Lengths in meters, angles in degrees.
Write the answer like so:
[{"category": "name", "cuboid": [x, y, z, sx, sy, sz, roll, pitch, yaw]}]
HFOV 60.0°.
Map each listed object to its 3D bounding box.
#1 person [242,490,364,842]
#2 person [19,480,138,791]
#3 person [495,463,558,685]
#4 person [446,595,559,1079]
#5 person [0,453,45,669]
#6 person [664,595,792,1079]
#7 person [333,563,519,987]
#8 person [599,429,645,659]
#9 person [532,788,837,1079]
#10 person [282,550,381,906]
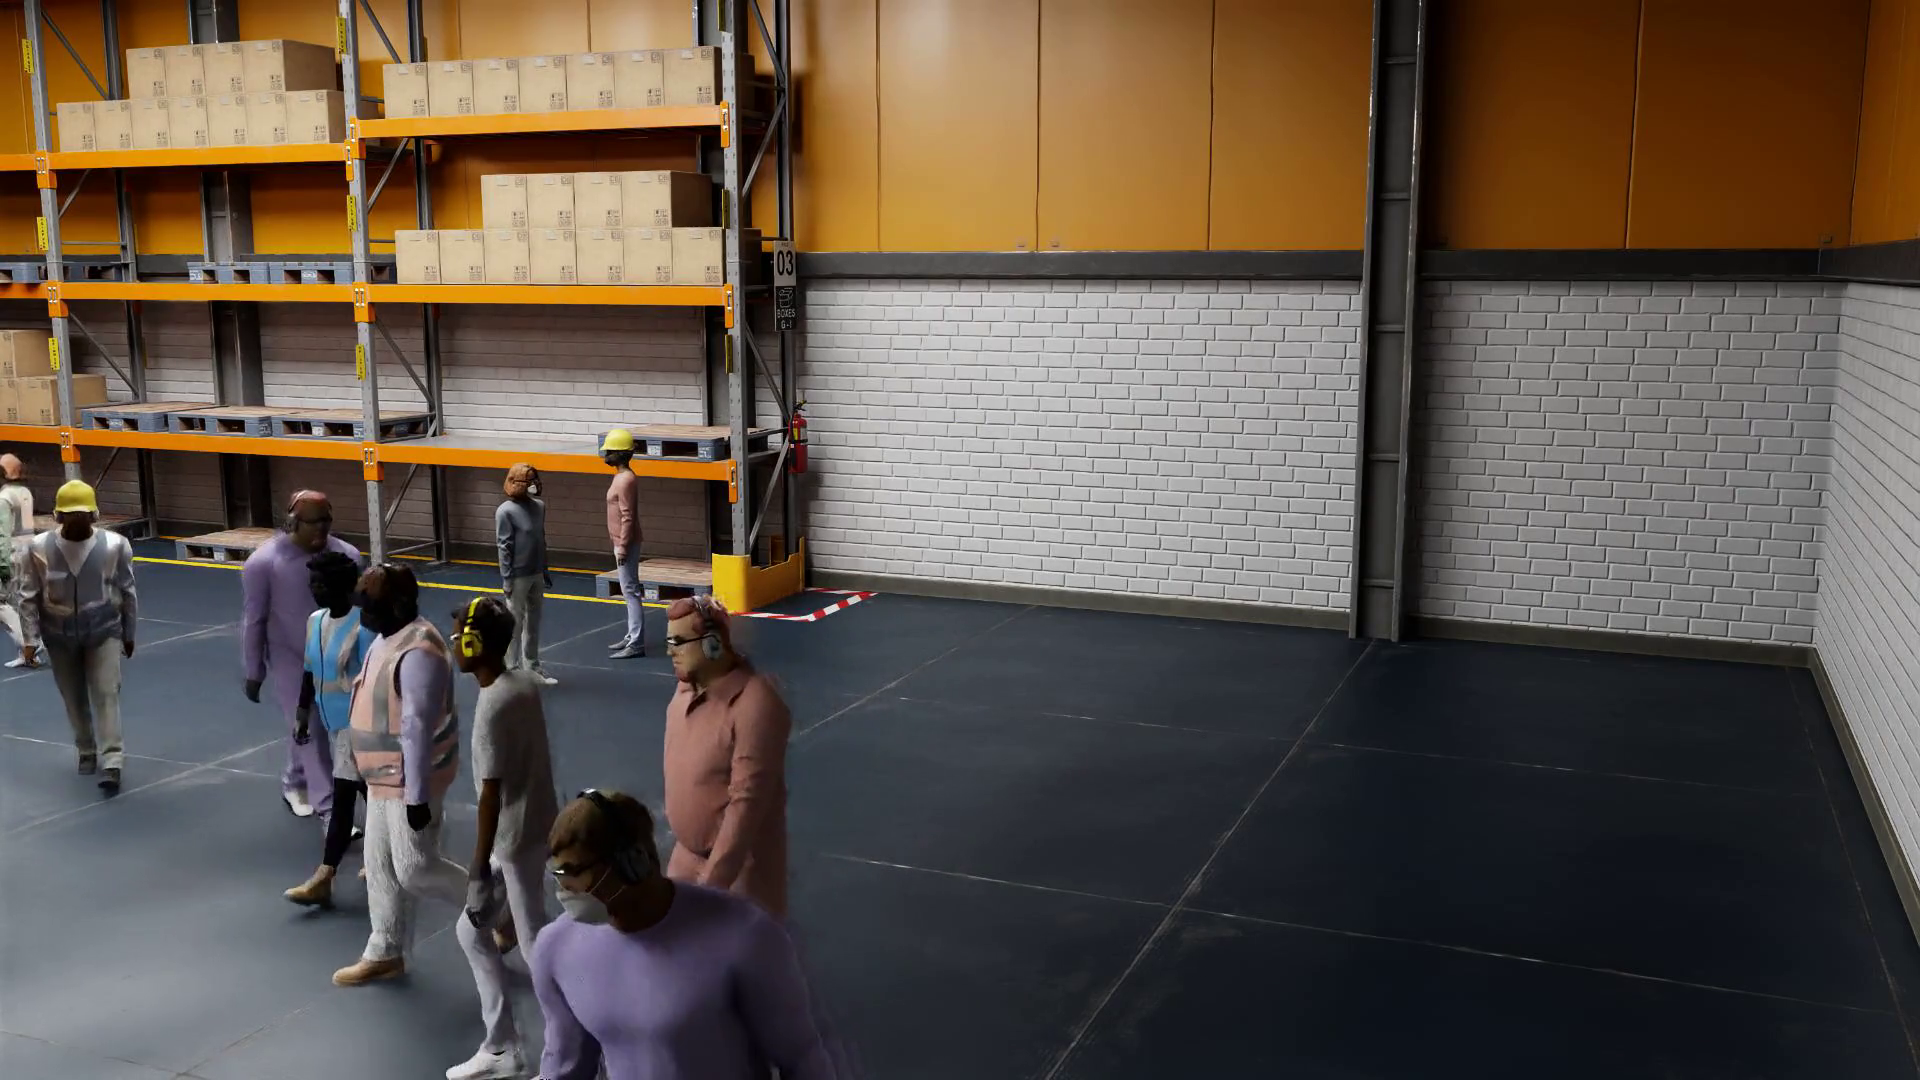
[{"category": "person", "cuboid": [-3.432, 0.646, 8.836, 1.040, 1.845, 0.651, 8, 12, 41]}, {"category": "person", "cuboid": [-5.072, 0.549, 9.589, 0.591, 1.781, 0.908, -4, 10, -21]}, {"category": "person", "cuboid": [-3.073, 0.263, 11.779, 0.278, 1.633, 0.507, 4, 10, 22]}, {"category": "person", "cuboid": [-1.658, 1.120, 5.970, 0.681, 1.832, 0.697, -1, 9, -6]}, {"category": "person", "cuboid": [-7.075, 0.164, 12.417, 0.367, 1.624, 0.518, -1, 9, -7]}, {"category": "person", "cuboid": [-0.903, 1.126, 5.824, 0.807, 1.868, 0.632, -9, 13, -44]}, {"category": "person", "cuboid": [-2.233, 0.973, 6.930, 0.721, 1.820, 0.642, -5, 11, -30]}, {"category": "person", "cuboid": [-2.595, 0.029, 12.798, 0.311, 1.768, 0.533, -2, 10, -12]}, {"category": "person", "cuboid": [-0.650, 1.469, 3.746, 0.696, 1.876, 0.844, 5, 10, 27]}, {"category": "person", "cuboid": [-2.997, 0.884, 7.902, 0.553, 1.658, 0.805, 7, 12, 37]}]
